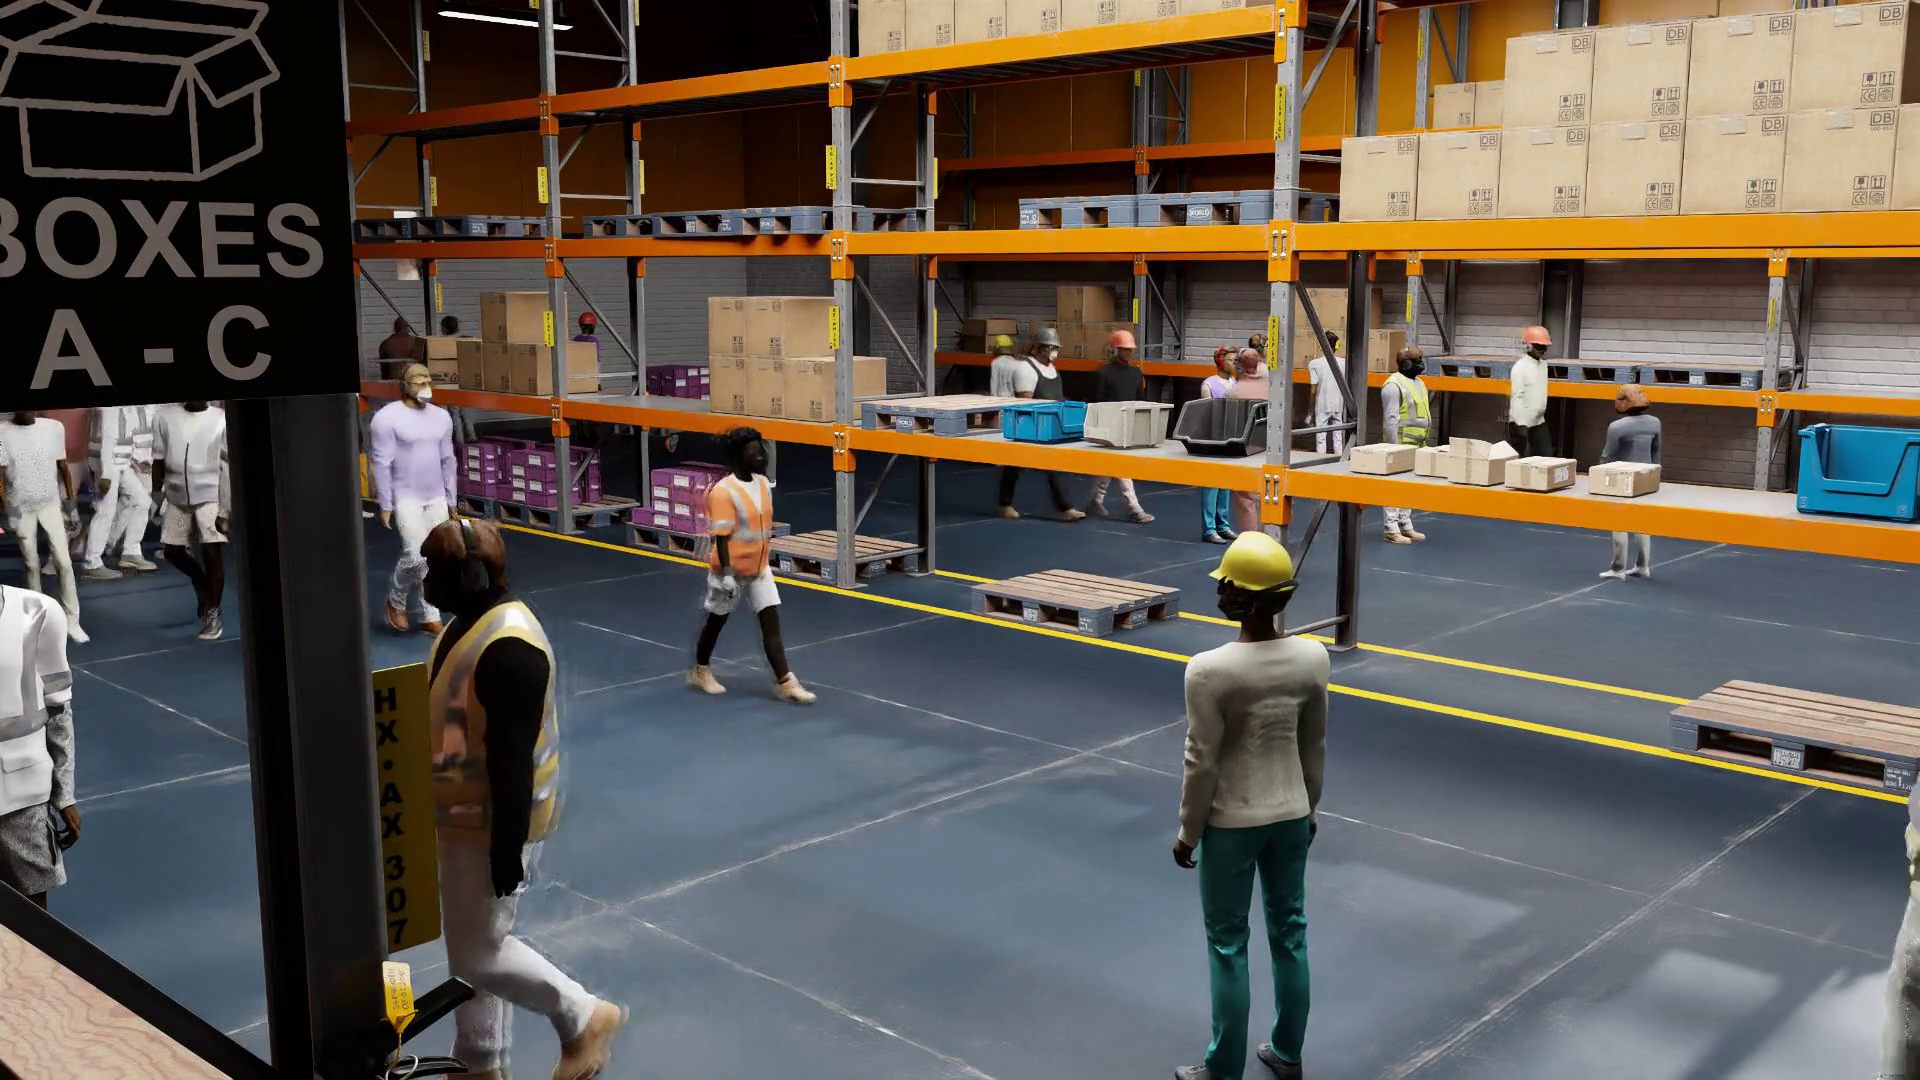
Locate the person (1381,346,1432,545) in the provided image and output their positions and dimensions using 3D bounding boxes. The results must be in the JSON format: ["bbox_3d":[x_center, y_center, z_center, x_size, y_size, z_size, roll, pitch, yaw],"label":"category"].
[{"bbox_3d":[4.175,-0.887,15.550,0.429,1.846,0.633,8,12,39],"label":"person"}]

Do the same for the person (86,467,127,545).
[{"bbox_3d":[-7.884,-0.856,15.397,0.602,1.830,0.404,0,9,1],"label":"person"}]

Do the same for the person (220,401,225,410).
[{"bbox_3d":[-7.187,-1.031,16.849,0.519,1.711,0.840,-3,10,-19],"label":"person"}]

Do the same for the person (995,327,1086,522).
[{"bbox_3d":[0.791,-1.203,16.886,0.686,2.000,1.074,-9,13,-44],"label":"person"}]

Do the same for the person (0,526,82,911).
[{"bbox_3d":[-2.963,0.778,5.043,0.545,1.942,0.352,-7,12,-36],"label":"person"}]

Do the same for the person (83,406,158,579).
[{"bbox_3d":[-7.028,-0.601,13.845,0.659,1.841,0.595,-3,10,-17],"label":"person"}]

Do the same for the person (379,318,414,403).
[{"bbox_3d":[-7.839,-2.210,23.565,0.660,1.867,0.877,0,9,-3],"label":"person"}]

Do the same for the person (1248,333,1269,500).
[{"bbox_3d":[3.300,-1.368,18.502,0.346,1.846,0.506,-4,10,-24],"label":"person"}]

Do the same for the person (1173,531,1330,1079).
[{"bbox_3d":[0.893,0.851,5.123,0.533,1.772,0.298,-5,10,-27],"label":"person"}]

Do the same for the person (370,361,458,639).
[{"bbox_3d":[-3.727,-0.265,11.473,0.444,1.929,0.649,6,11,33],"label":"person"}]

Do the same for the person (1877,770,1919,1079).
[{"bbox_3d":[2.823,0.939,4.464,0.595,1.806,0.832,-4,10,-21],"label":"person"}]

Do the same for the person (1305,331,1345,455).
[{"bbox_3d":[4.156,-1.429,18.837,0.521,1.860,0.335,-1,9,-8],"label":"person"}]

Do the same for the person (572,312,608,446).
[{"bbox_3d":[-5.394,-2.332,24.127,0.547,1.937,0.379,7,12,37],"label":"person"}]

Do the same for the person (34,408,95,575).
[{"bbox_3d":[-7.564,-0.706,14.115,0.666,1.948,0.686,0,9,1],"label":"person"}]

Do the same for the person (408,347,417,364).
[{"bbox_3d":[-6.679,-1.571,20.408,0.468,1.623,0.535,-8,12,-40],"label":"person"}]

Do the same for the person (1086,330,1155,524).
[{"bbox_3d":[1.623,-1.164,16.959,0.632,1.946,1.047,-7,12,-38],"label":"person"}]

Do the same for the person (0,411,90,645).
[{"bbox_3d":[-6.234,-0.183,11.259,0.535,1.831,0.754,-7,12,-37],"label":"person"}]

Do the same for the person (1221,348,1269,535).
[{"bbox_3d":[2.412,-0.701,14.258,0.679,1.887,0.540,-7,11,-35],"label":"person"}]

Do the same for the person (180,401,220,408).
[{"bbox_3d":[-8.599,-1.426,18.870,0.626,1.844,0.429,7,12,36],"label":"person"}]

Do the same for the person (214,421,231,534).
[{"bbox_3d":[-4.536,-0.214,10.930,0.643,1.996,0.969,-8,12,-39],"label":"person"}]

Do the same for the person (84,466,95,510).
[{"bbox_3d":[-9.400,-1.250,17.662,0.686,1.886,0.646,7,12,38],"label":"person"}]

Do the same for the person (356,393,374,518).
[{"bbox_3d":[-6.339,-1.169,17.061,0.596,1.915,0.374,8,12,42],"label":"person"}]

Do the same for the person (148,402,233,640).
[{"bbox_3d":[-5.337,-0.307,11.659,0.657,1.949,0.683,-1,9,-3],"label":"person"}]

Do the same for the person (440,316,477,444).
[{"bbox_3d":[-7.036,-2.177,23.291,0.412,1.909,0.663,3,10,18],"label":"person"}]

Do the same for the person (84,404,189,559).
[{"bbox_3d":[-7.301,-0.724,14.593,0.985,1.827,0.580,-1,9,-5],"label":"person"}]

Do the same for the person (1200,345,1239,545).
[{"bbox_3d":[2.442,-0.896,15.588,0.388,1.849,0.565,7,12,39],"label":"person"}]

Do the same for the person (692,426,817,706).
[{"bbox_3d":[-1.282,0.153,9.792,0.887,1.647,0.540,6,11,33],"label":"person"}]

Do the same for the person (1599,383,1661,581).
[{"bbox_3d":[5.498,-0.471,13.669,0.522,1.629,0.312,-3,10,-18],"label":"person"}]

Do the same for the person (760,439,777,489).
[{"bbox_3d":[-2.300,-1.551,19.364,0.369,1.928,0.586,0,9,0],"label":"person"}]

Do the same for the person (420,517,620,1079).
[{"bbox_3d":[-1.409,0.836,5.023,0.540,1.831,0.648,-5,11,-29],"label":"person"}]

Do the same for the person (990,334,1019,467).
[{"bbox_3d":[0.627,-1.768,21.278,0.507,1.728,0.569,-9,13,-44],"label":"person"}]

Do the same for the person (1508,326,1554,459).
[{"bbox_3d":[5.993,-1.214,17.190,0.664,1.958,0.900,-7,12,-38],"label":"person"}]
